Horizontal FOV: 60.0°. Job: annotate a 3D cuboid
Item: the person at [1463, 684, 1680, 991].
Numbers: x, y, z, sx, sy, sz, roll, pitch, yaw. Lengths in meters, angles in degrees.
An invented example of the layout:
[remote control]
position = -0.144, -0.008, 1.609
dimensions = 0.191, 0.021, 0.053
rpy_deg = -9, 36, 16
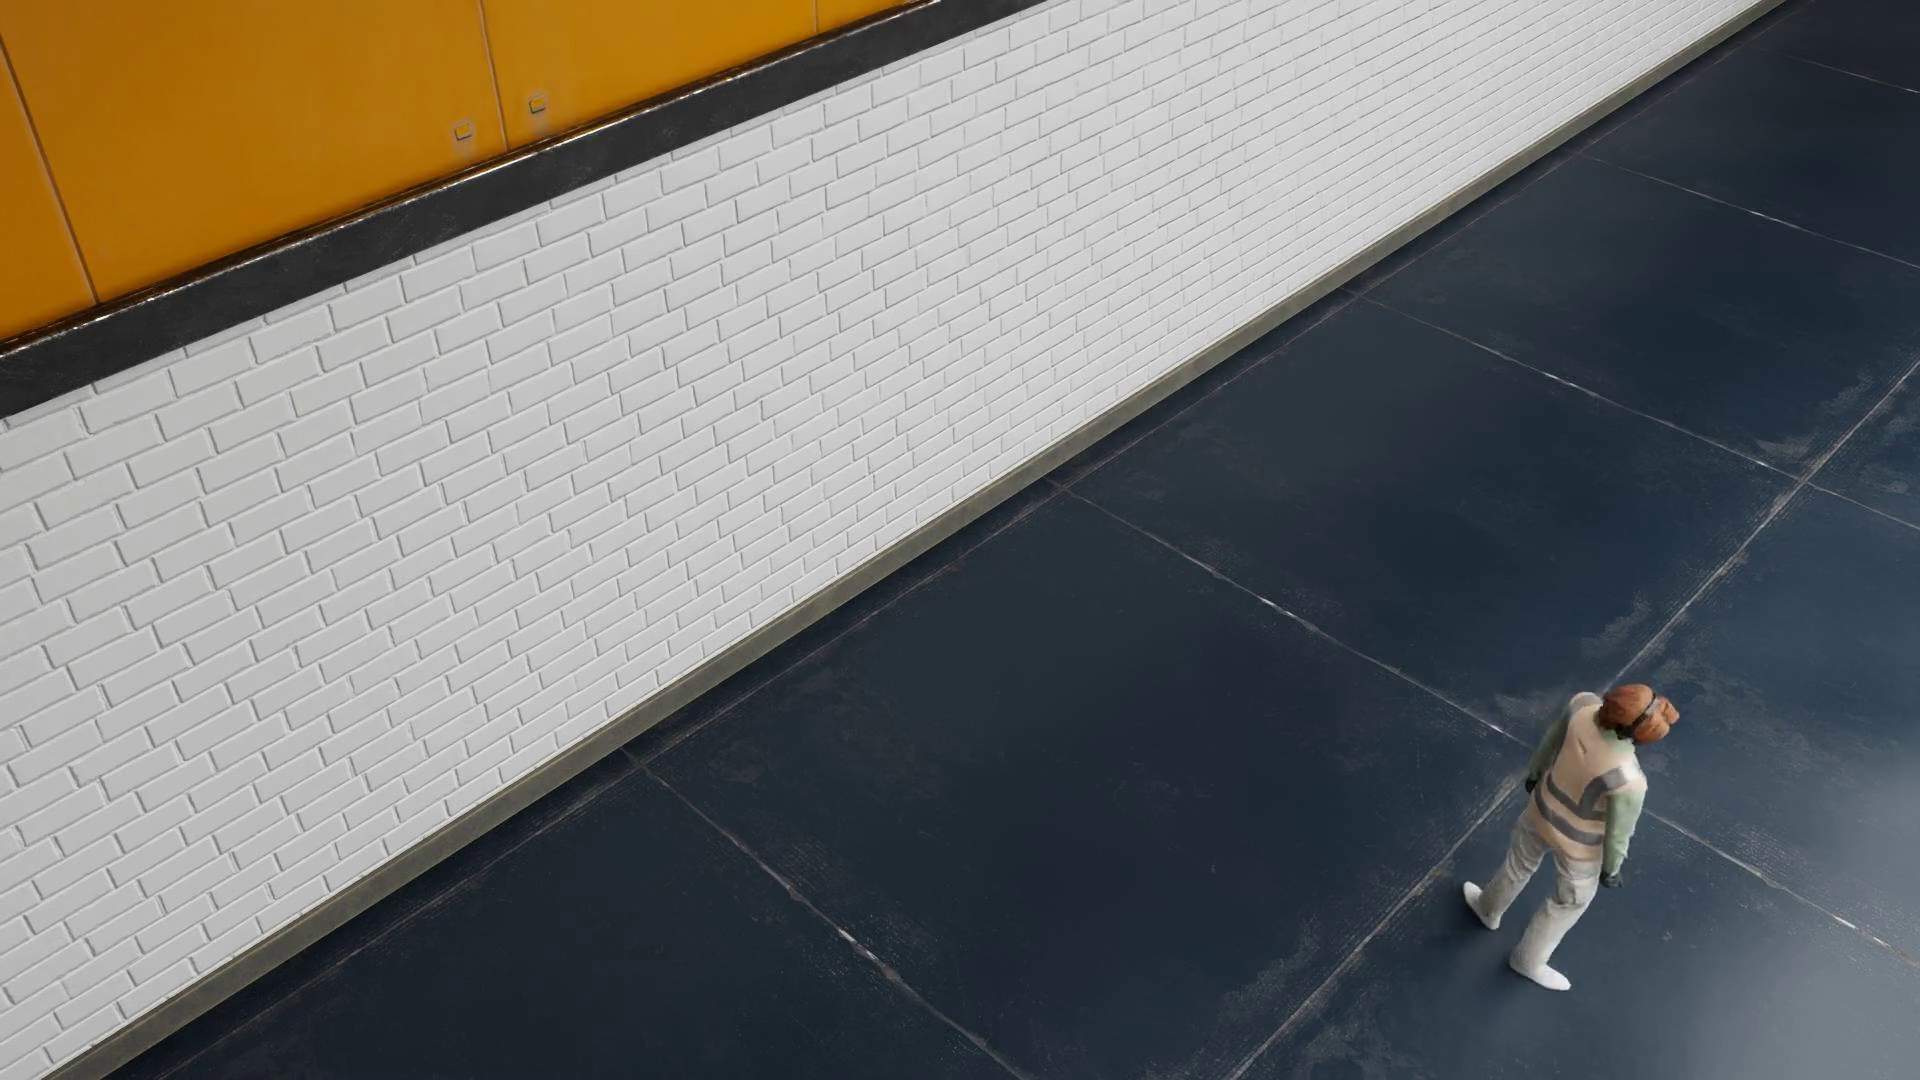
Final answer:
[person]
position = 2.348, 1.071, 6.507
dimensions = 0.316, 1.608, 0.692
rpy_deg = -11, 40, -13
